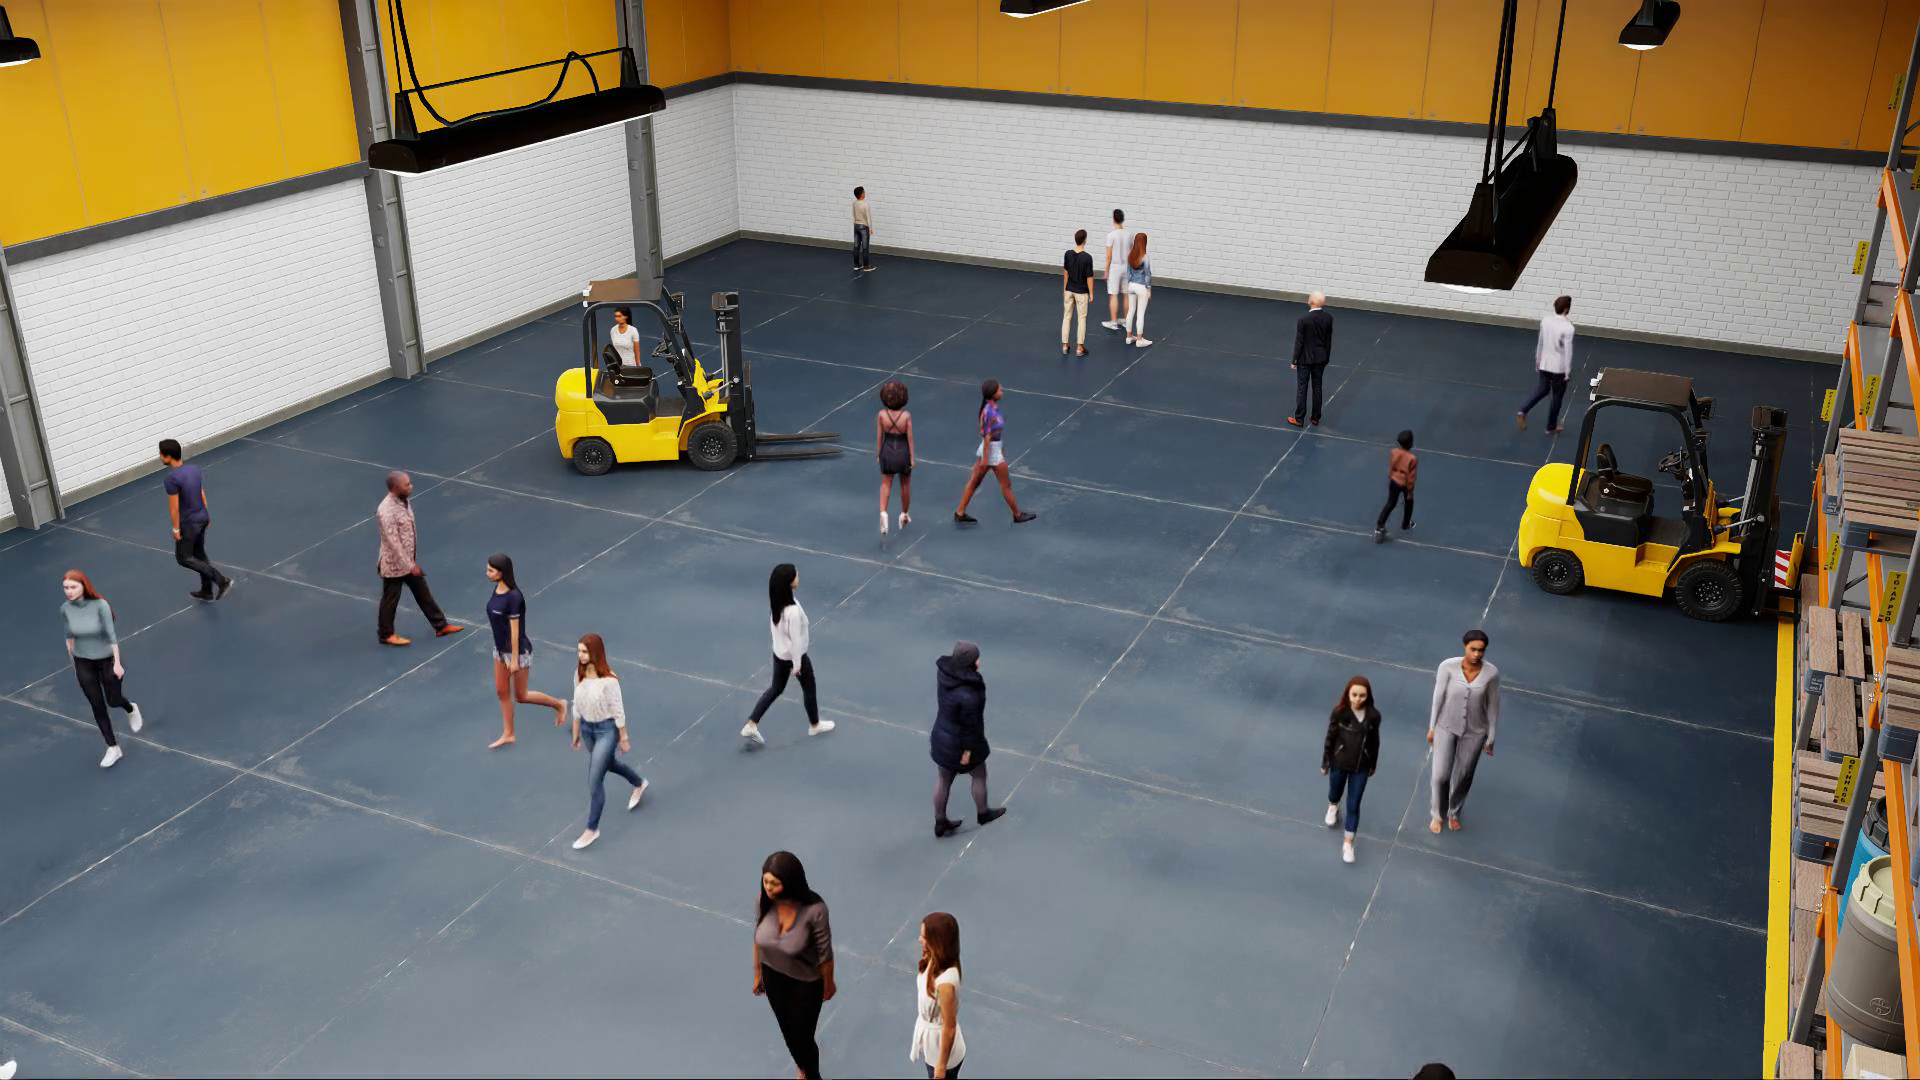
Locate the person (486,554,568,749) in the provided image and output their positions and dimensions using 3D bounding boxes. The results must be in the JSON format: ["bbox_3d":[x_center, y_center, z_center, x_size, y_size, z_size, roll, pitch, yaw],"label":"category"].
[{"bbox_3d":[-3.728,0.933,14.114,1.029,1.749,0.835,-18,29,-35],"label":"person"}]

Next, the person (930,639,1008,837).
[{"bbox_3d":[-0.086,1.552,12.819,0.992,1.653,0.894,-15,28,-30],"label":"person"}]

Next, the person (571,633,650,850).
[{"bbox_3d":[-2.730,1.479,12.934,0.683,1.695,1.153,15,28,31],"label":"person"}]

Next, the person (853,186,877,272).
[{"bbox_3d":[-1.724,-5.441,29.050,0.576,1.465,0.555,16,28,32],"label":"person"}]

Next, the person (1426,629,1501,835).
[{"bbox_3d":[3.901,1.442,12.985,0.725,1.721,0.727,4,24,10],"label":"person"}]

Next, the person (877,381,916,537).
[{"bbox_3d":[-0.720,-0.853,18.175,0.761,1.769,1.026,3,24,7],"label":"person"}]

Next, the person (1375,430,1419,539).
[{"bbox_3d":[4.801,-0.601,18.265,0.960,1.236,0.753,-19,30,-37],"label":"person"}]

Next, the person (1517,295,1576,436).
[{"bbox_3d":[7.495,-2.198,21.168,1.090,1.836,0.987,-12,26,-26],"label":"person"}]

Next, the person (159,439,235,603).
[{"bbox_3d":[-7.592,-0.155,16.575,0.826,1.771,0.828,5,24,12],"label":"person"}]

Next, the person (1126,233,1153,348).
[{"bbox_3d":[2.662,-3.752,24.890,0.665,1.703,0.683,-19,30,-36],"label":"person"}]

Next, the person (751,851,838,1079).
[{"bbox_3d":[-0.966,2.638,10.126,0.641,1.820,0.636,10,25,21],"label":"person"}]

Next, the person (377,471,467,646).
[{"bbox_3d":[-5.412,0.201,15.764,0.974,1.770,1.102,3,24,7],"label":"person"}]

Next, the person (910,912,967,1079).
[{"bbox_3d":[-0.095,2.898,9.575,0.746,1.784,0.648,-4,24,-9],"label":"person"}]

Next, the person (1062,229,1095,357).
[{"bbox_3d":[1.710,-3.636,24.439,0.636,1.851,0.535,12,26,25],"label":"person"}]

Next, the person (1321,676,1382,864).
[{"bbox_3d":[2.987,1.678,12.773,0.749,1.458,1.023,4,24,9],"label":"person"}]

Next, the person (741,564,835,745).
[{"bbox_3d":[-1.525,0.985,14.091,1.152,1.672,0.947,-16,28,-32],"label":"person"}]

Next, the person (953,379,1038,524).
[{"bbox_3d":[0.244,-0.924,18.439,1.025,1.688,1.181,-1,24,-2],"label":"person"}]

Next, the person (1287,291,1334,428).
[{"bbox_3d":[4.559,-2.354,21.569,0.768,1.800,0.804,-6,24,-13],"label":"person"}]

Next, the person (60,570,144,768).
[{"bbox_3d":[-7.184,1.019,13.937,0.812,1.734,0.968,-1,24,-2],"label":"person"}]

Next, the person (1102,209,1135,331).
[{"bbox_3d":[2.456,-4.187,25.695,0.714,1.854,0.824,-14,27,-29],"label":"person"}]

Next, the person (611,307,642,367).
[{"bbox_3d":[-4.293,-2.239,21.501,0.565,1.644,0.513,9,25,19],"label":"person"}]
